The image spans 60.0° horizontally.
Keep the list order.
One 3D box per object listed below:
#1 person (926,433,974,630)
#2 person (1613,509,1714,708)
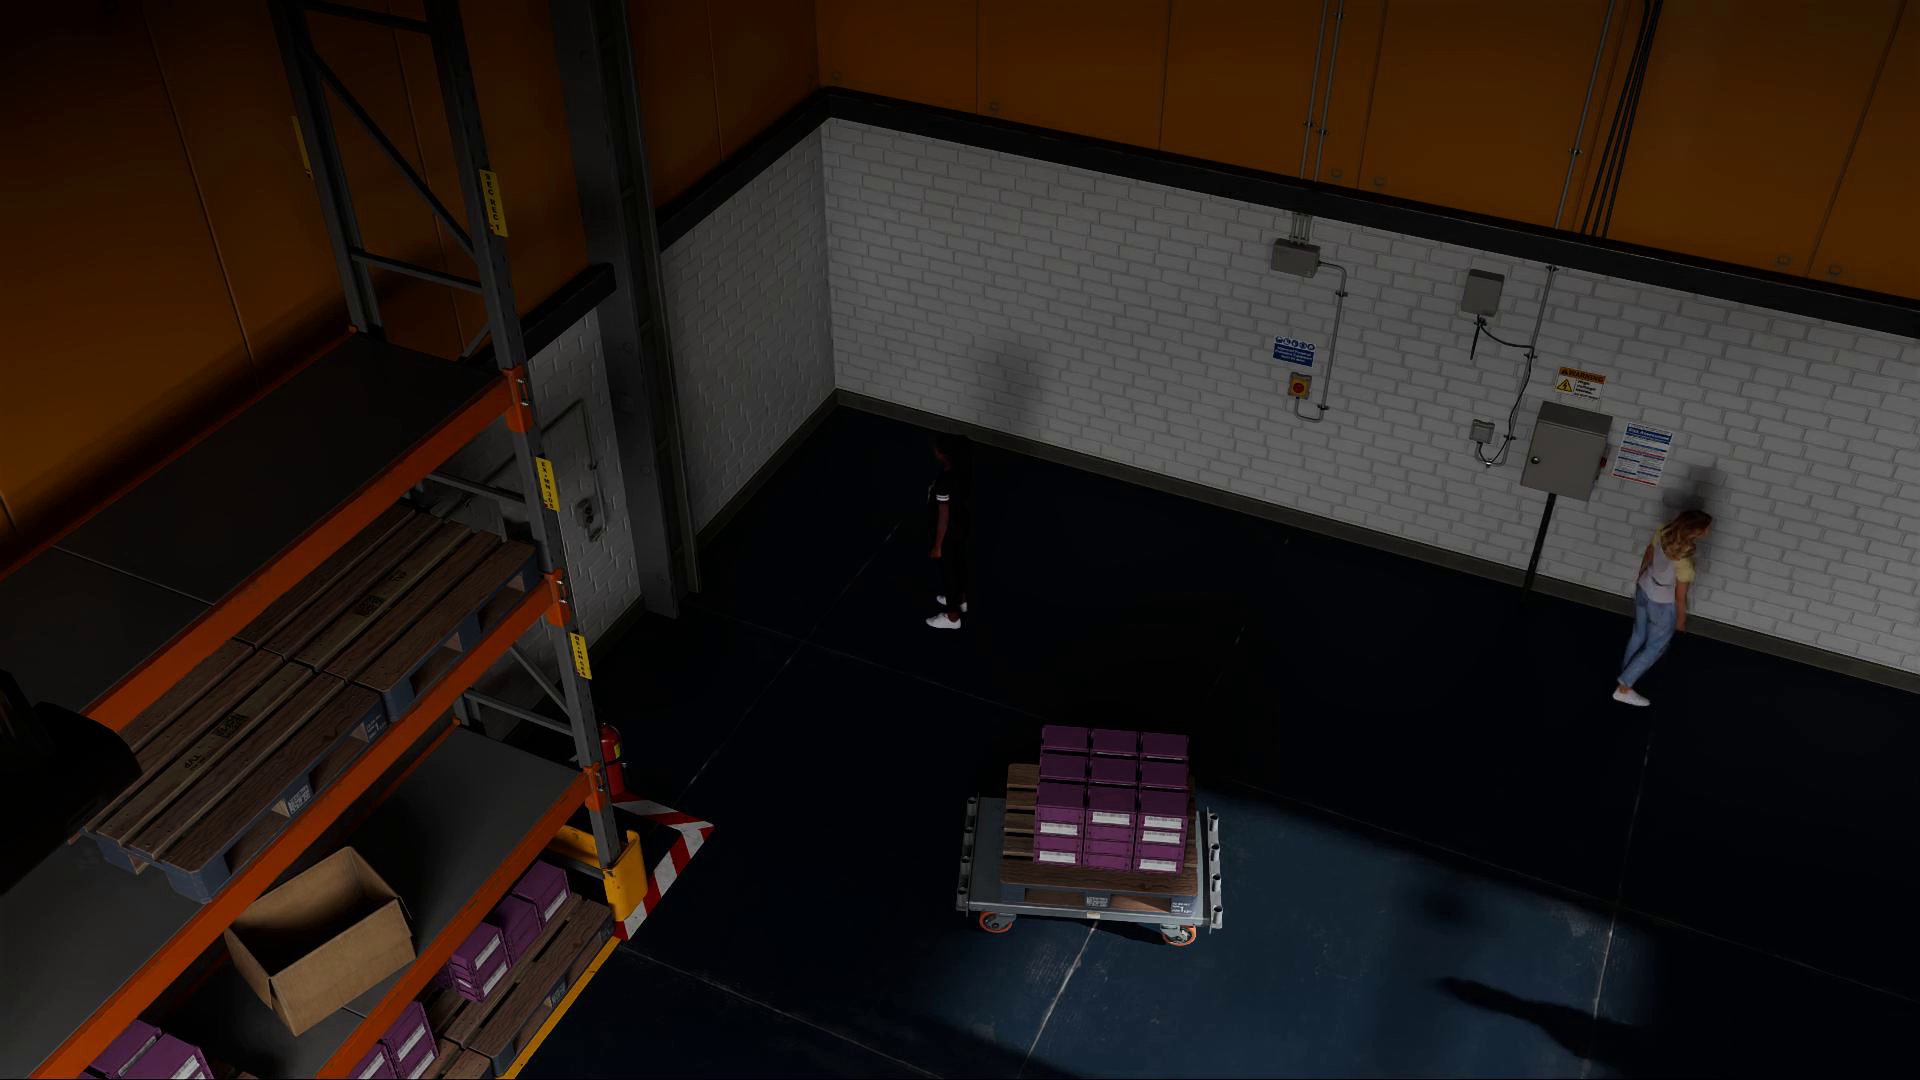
[{"bbox_3d":[-0.074,-0.085,12.403,0.684,1.743,0.527,13,40,15],"label":"person"},{"bbox_3d":[4.946,0.416,11.816,0.842,1.691,0.764,-19,42,-22],"label":"person"}]
